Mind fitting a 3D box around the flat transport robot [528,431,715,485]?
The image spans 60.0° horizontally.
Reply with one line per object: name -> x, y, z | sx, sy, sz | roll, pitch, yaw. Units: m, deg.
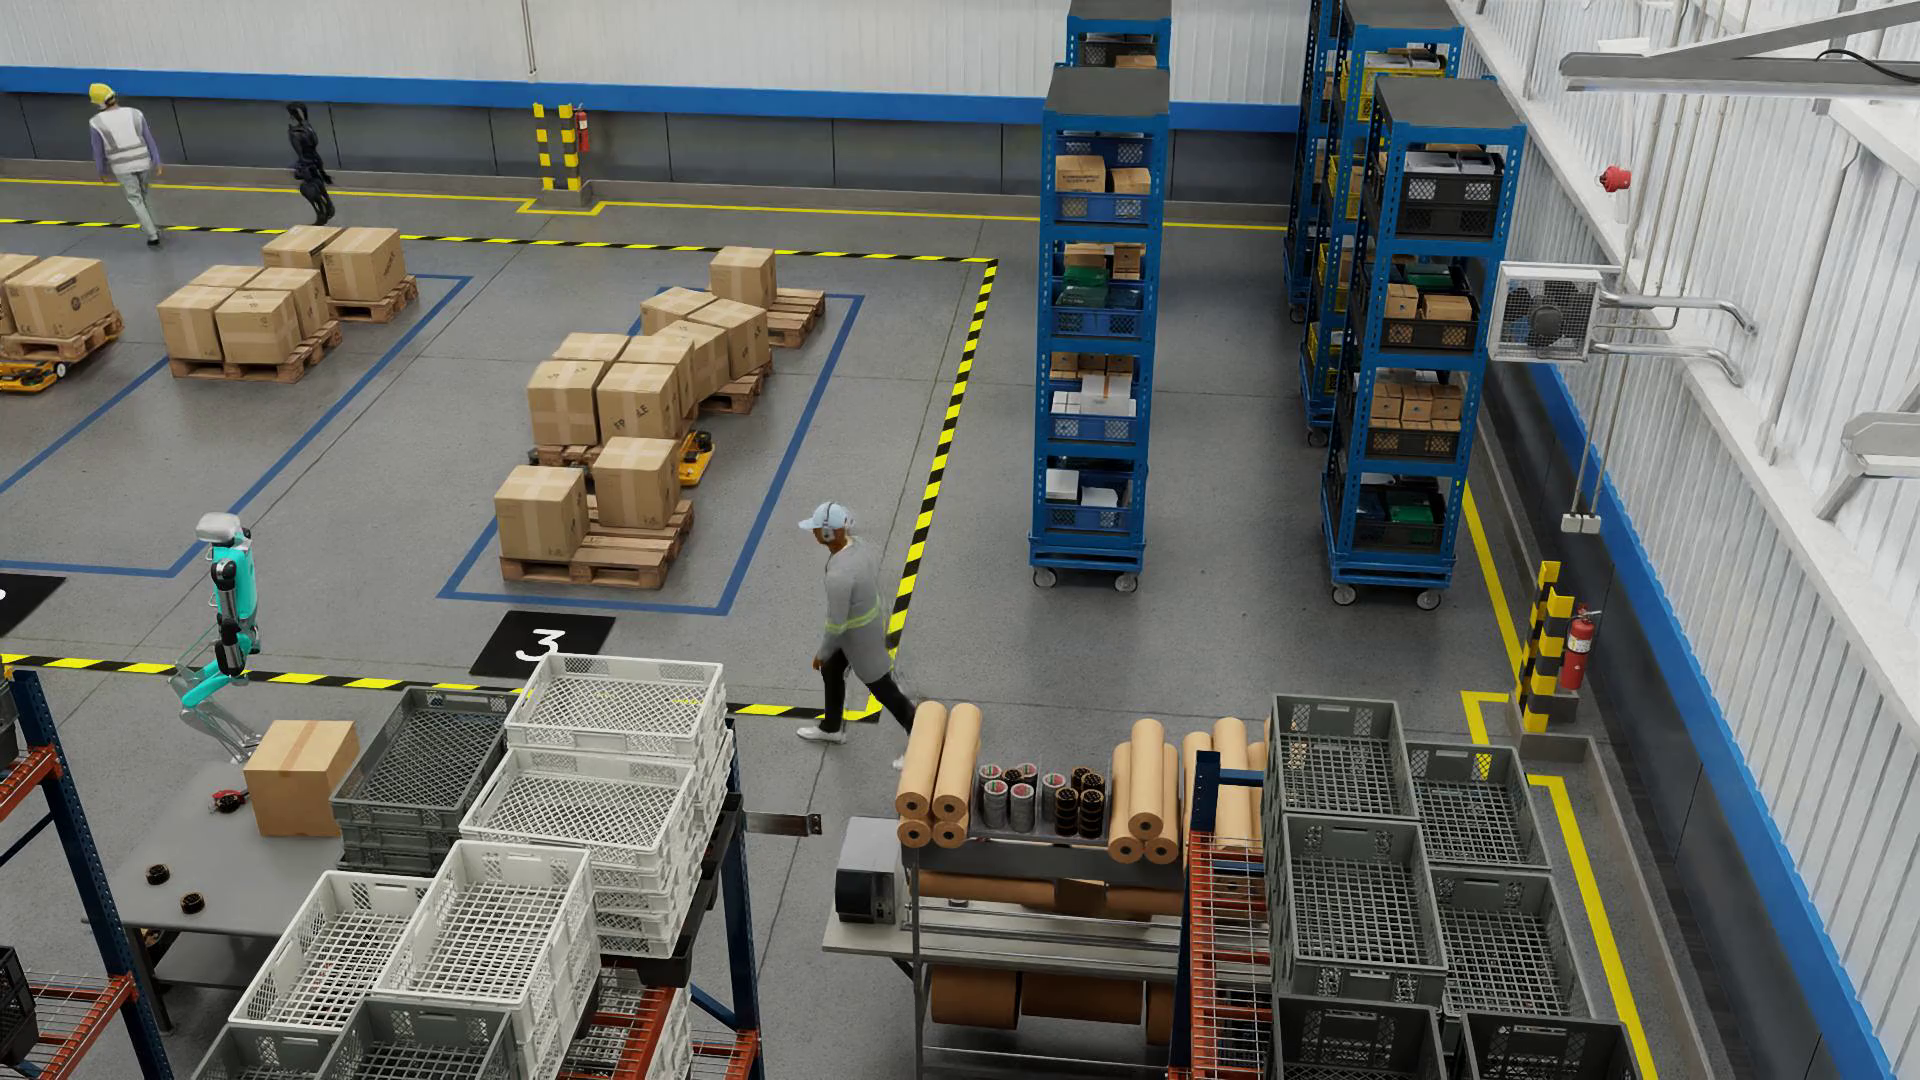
flat transport robot -> -2.824, -0.723, 13.887 | 1.431, 0.197, 0.652 | 3, 30, 6

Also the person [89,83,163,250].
person -> -9.109, -4.098, 18.201 | 0.781, 1.785, 0.611 | 25, 38, 36

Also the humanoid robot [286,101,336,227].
humanoid robot -> -7.060, -3.933, 18.025 | 0.427, 1.643, 0.593 | -2, 30, -3

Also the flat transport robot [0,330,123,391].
flat transport robot -> -8.632, -1.798, 15.734 | 0.652, 0.197, 1.431 | 3, 30, 6

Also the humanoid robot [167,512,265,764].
humanoid robot -> -4.523, 0.619, 10.022 | 0.735, 1.672, 0.533 | -5, 31, -8

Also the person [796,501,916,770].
person -> -0.577, 0.571, 10.197 | 0.903, 1.784, 0.613 | 0, 30, -1

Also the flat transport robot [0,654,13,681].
flat transport robot -> -7.142, 0.969, 11.010 | 1.431, 0.231, 0.659 | 3, 30, 6
